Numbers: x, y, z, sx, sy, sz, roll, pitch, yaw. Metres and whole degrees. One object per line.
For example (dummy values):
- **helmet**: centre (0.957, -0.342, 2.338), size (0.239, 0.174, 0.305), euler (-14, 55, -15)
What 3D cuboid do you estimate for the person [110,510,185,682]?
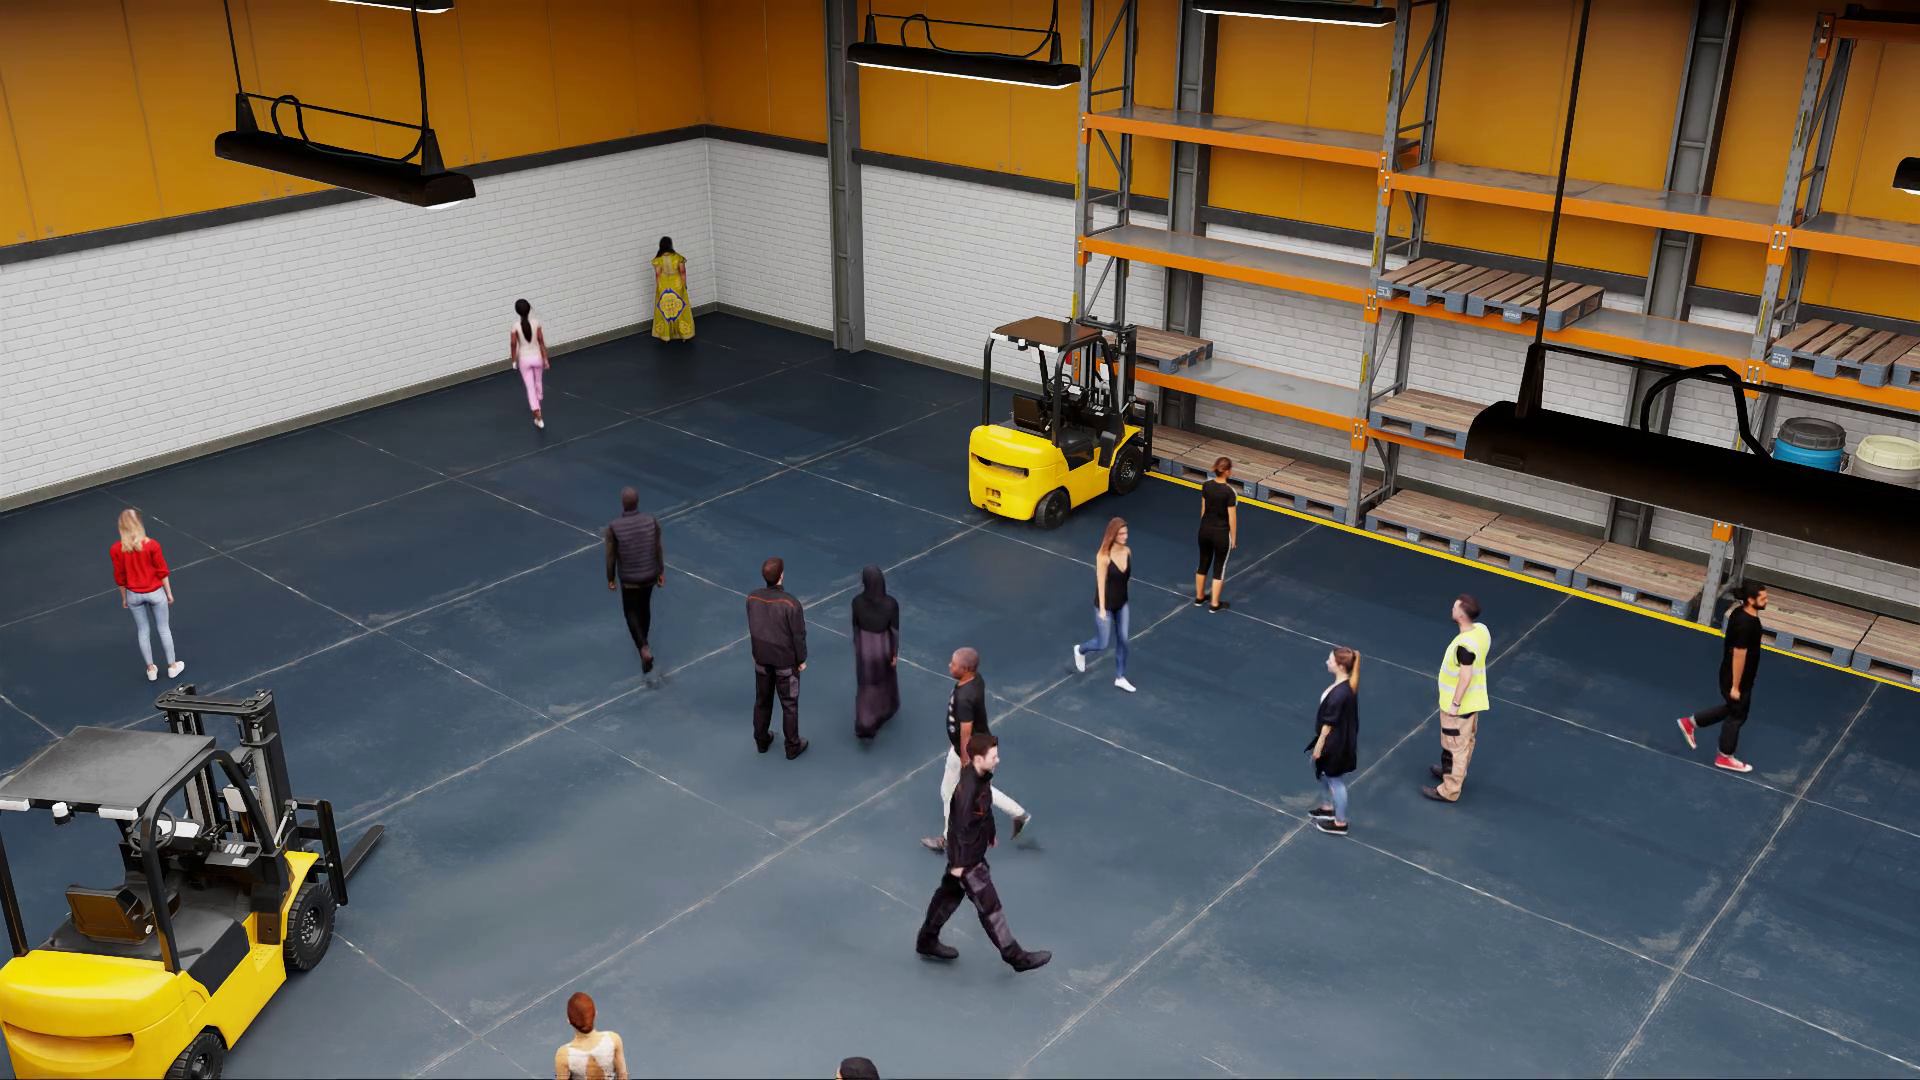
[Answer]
- **person**: centre (-7.678, 0.517, 15.677), size (0.691, 1.704, 0.703), euler (-6, 24, -14)

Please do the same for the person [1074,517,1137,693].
- **person**: centre (1.369, 0.580, 15.533), size (0.714, 1.705, 0.976), euler (-17, 29, -34)

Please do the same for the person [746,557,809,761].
- **person**: centre (-1.593, 1.018, 14.365), size (0.627, 1.836, 0.833), euler (9, 25, 20)

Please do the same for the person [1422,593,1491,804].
- **person**: centre (4.129, 1.289, 13.737), size (0.750, 1.844, 0.748), euler (13, 27, 27)

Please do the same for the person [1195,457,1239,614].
- **person**: centre (2.619, -0.067, 17.059), size (0.661, 1.668, 0.479), euler (-21, 31, -40)

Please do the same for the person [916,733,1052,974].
- **person**: centre (-0.018, 2.210, 11.631), size (1.320, 1.843, 1.123), euler (3, 24, 8)

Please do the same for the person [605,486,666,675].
- **person**: centre (-3.050, 0.399, 15.814), size (1.002, 1.810, 1.225), euler (-11, 26, -23)

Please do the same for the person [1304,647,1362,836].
- **person**: centre (3.076, 1.621, 13.193), size (0.778, 1.672, 0.710), euler (11, 26, 24)

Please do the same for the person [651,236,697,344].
- **person**: centre (-4.489, -3.898, 25.835), size (0.999, 1.658, 1.040), euler (-4, 24, -9)

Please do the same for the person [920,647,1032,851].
- **person**: centre (0.158, 1.659, 12.971), size (1.211, 1.780, 1.026), euler (3, 24, 8)

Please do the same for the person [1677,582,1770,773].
- **person**: centre (6.549, 1.149, 14.182), size (0.942, 1.744, 0.733), euler (12, 26, 26)

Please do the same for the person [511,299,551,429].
- **person**: centre (-5.702, -2.327, 22.174), size (0.836, 1.711, 1.103), euler (-13, 27, -26)

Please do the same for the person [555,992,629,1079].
- **person**: centre (-2.038, 3.286, 9.429), size (0.717, 1.635, 0.824), euler (-11, 26, -24)

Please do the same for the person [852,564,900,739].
- **person**: centre (-0.780, 1.005, 14.705), size (1.065, 1.588, 1.061), euler (1, 24, 1)
